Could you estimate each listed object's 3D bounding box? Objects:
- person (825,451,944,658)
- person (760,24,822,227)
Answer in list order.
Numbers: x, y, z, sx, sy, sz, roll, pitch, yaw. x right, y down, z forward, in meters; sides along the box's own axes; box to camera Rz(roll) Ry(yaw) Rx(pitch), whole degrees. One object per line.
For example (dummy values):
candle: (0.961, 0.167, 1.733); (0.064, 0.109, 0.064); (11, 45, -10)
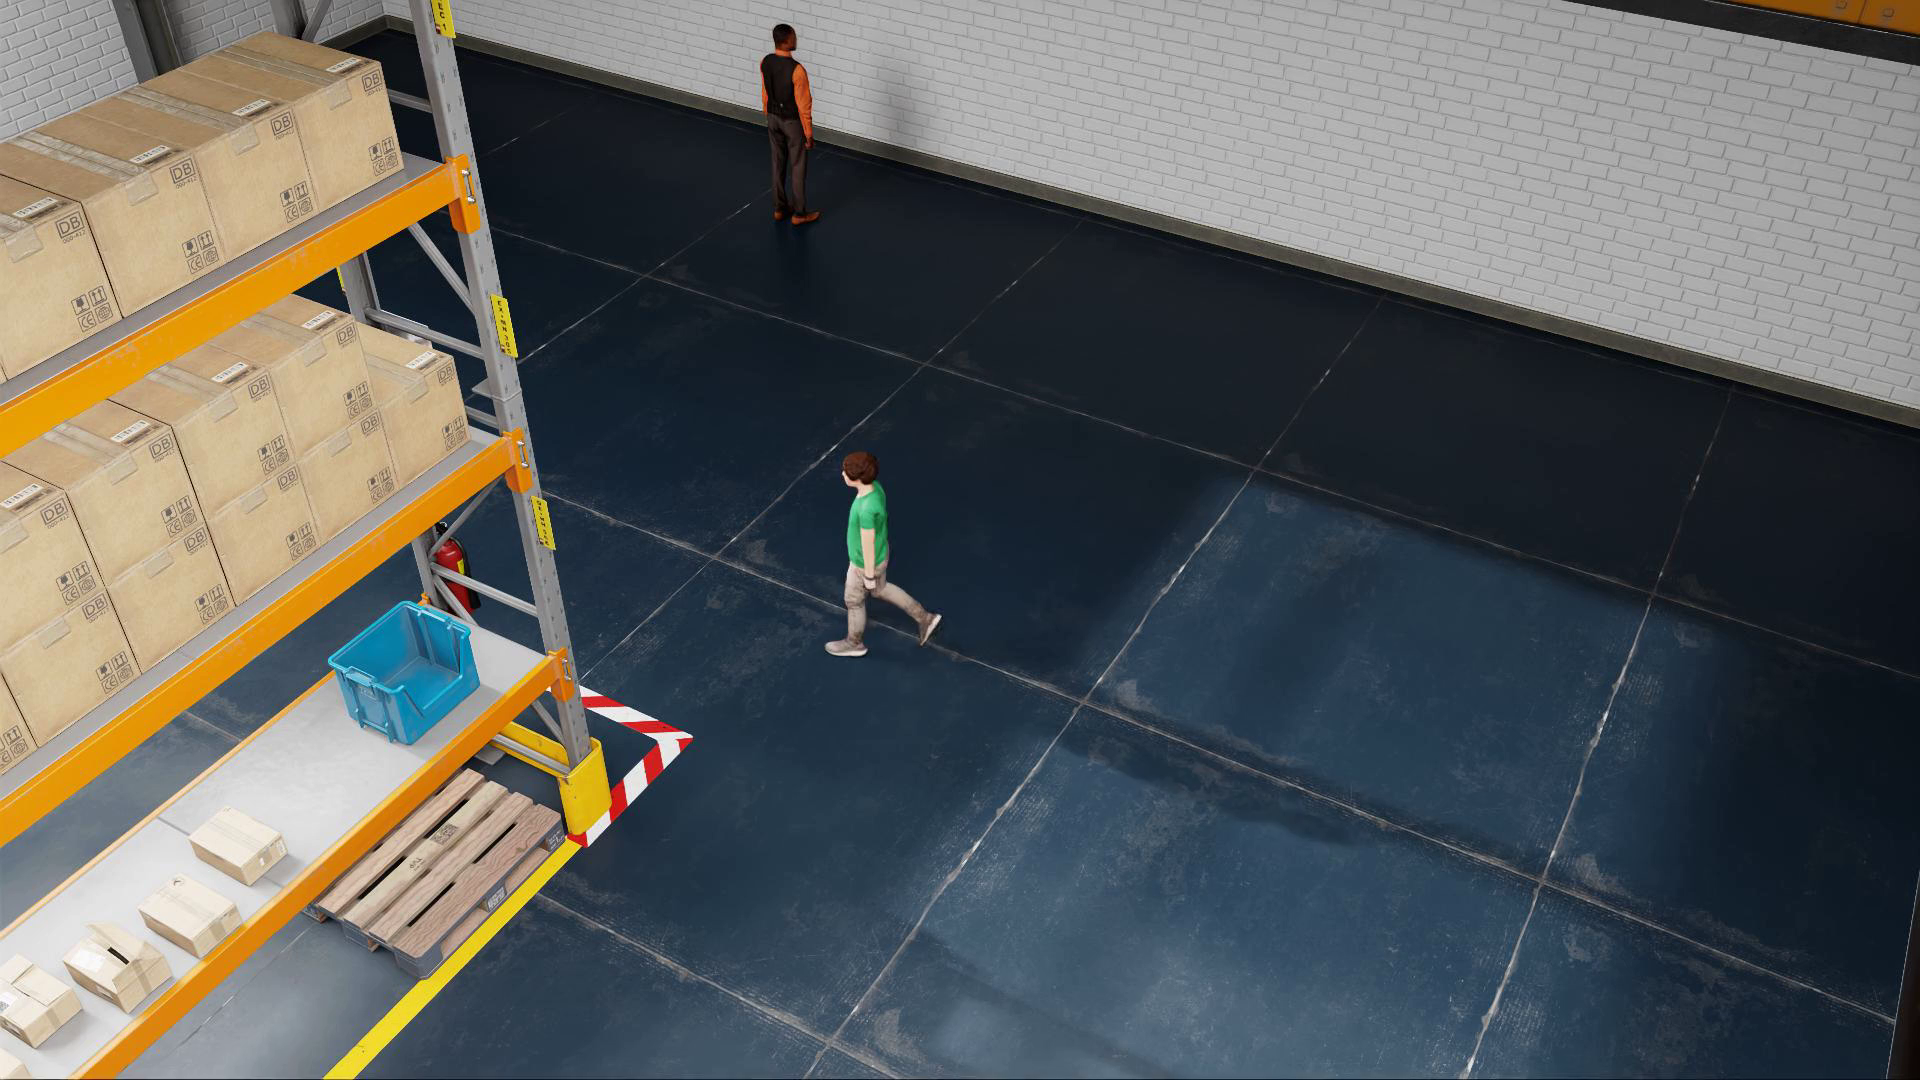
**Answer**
person: (-0.501, 0.119, 10.775); (0.944, 1.630, 1.048); (2, 39, 2)
person: (-1.618, -3.882, 15.563); (0.709, 1.906, 0.623); (23, 44, 26)
